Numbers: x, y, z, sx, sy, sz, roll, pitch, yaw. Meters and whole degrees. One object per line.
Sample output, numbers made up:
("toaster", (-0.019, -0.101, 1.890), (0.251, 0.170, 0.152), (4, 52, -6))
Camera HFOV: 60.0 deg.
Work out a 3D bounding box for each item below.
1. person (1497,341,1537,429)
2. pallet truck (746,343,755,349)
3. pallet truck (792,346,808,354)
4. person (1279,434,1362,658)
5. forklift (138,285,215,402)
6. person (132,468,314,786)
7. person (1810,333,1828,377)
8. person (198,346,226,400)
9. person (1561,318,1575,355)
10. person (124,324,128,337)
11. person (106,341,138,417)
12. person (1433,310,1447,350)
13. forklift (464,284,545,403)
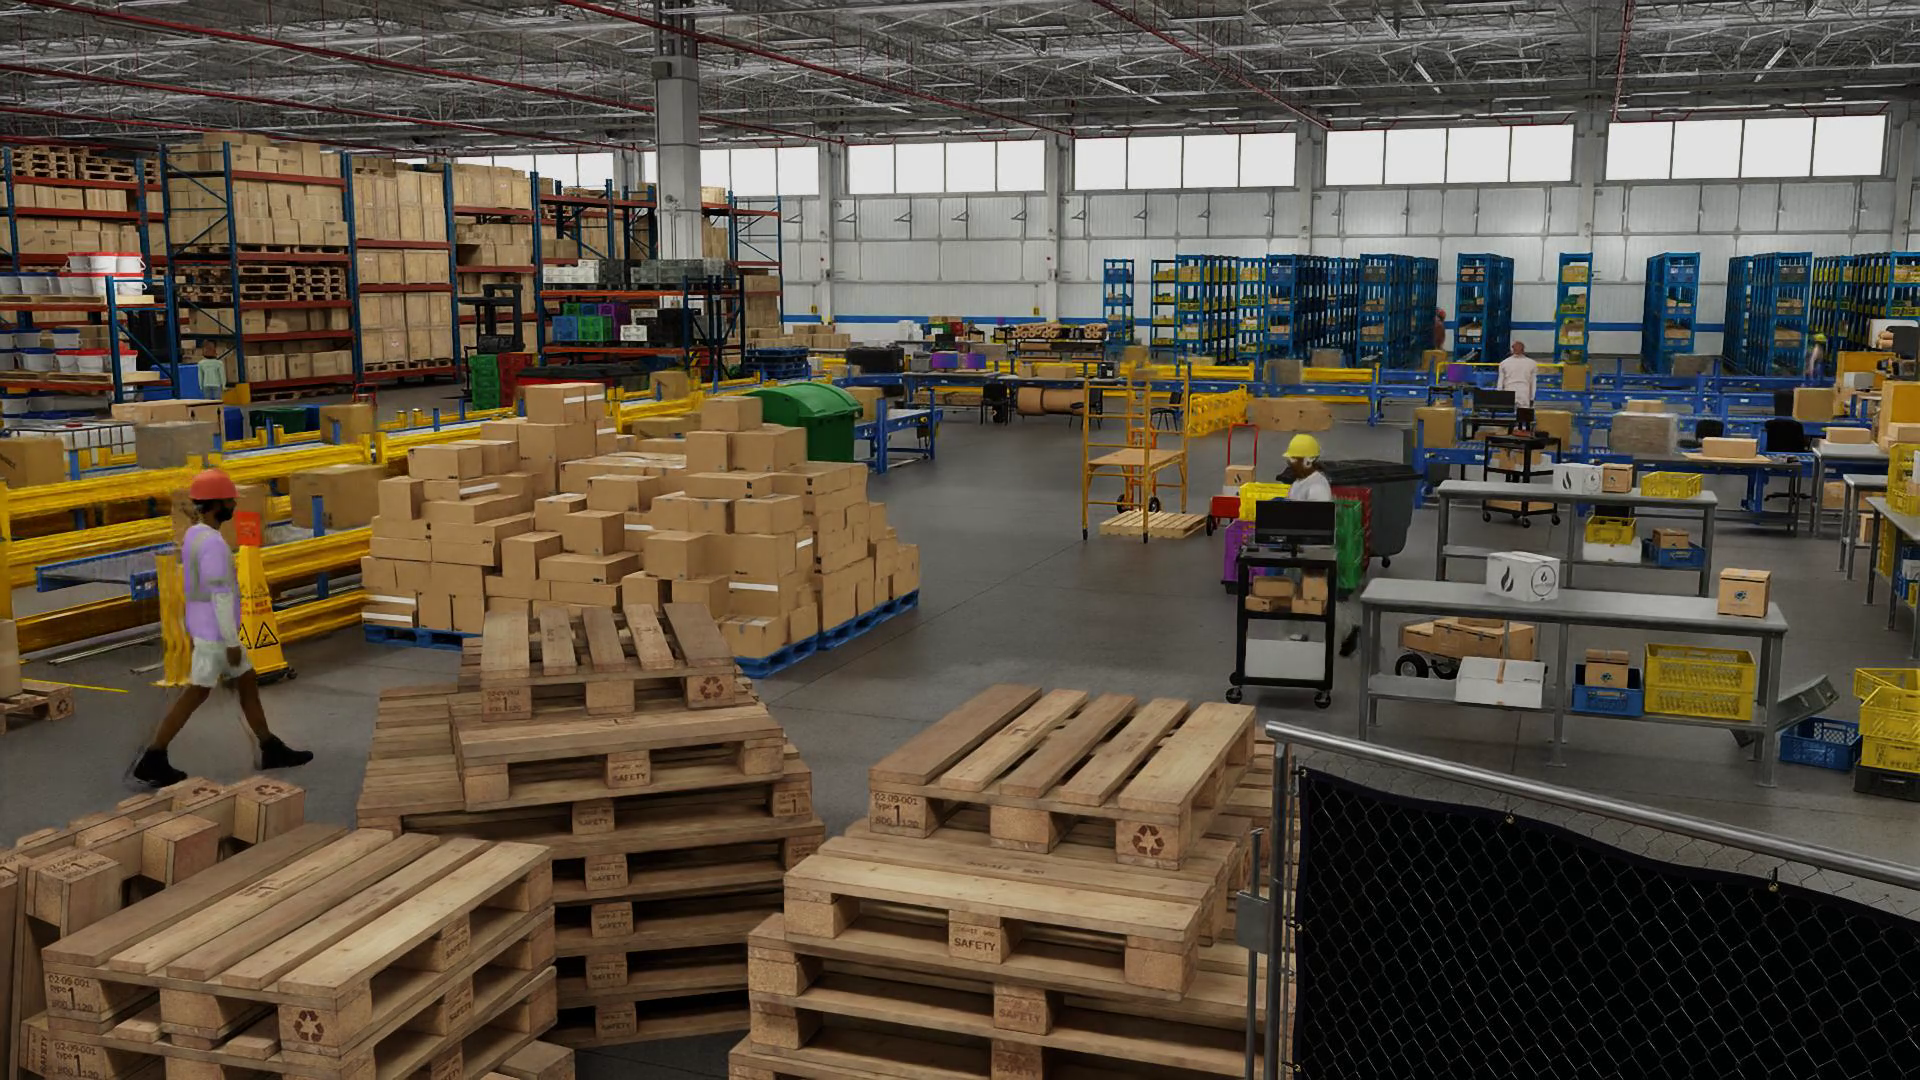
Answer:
("person", (9.601, -2.474, 28.724), (0.643, 1.897, 0.402), (2, 9, 10))
("pallet truck", (-6.183, -4.618, 44.264), (1.601, 1.201, 0.680), (-9, 12, -43))
("pallet truck", (-3.705, -4.298, 42.022), (0.653, 1.274, 1.630), (3, 10, 20))
("person", (2.756, 0.079, 12.937), (0.681, 1.817, 0.595), (-1, 9, -5))
("forklift", (-17.480, -4.200, 36.461), (1.873, 2.768, 1.129), (3, 10, 19))
("person", (-4.487, 0.514, 9.954), (0.999, 1.895, 0.555), (-5, 10, -29))
("person", (19.147, -3.762, 37.256), (0.515, 1.742, 0.537), (5, 10, 27))
("person", (-14.819, -3.023, 32.971), (0.508, 1.632, 0.265), (-1, 9, -7))
("person", (17.918, -5.657, 48.924), (0.674, 1.813, 0.589), (7, 11, 36))
("person", (-19.913, -4.278, 40.065), (0.655, 1.883, 0.763), (4, 10, 25))
("person", (-14.252, -2.425, 28.316), (0.388, 1.930, 0.539), (6, 11, 35))
("person", (14.617, -6.016, 50.682), (0.459, 1.978, 0.615), (0, 9, 3))
("forklift", (-10.832, -4.702, 39.610), (1.129, 2.768, 1.873), (3, 10, 20))
